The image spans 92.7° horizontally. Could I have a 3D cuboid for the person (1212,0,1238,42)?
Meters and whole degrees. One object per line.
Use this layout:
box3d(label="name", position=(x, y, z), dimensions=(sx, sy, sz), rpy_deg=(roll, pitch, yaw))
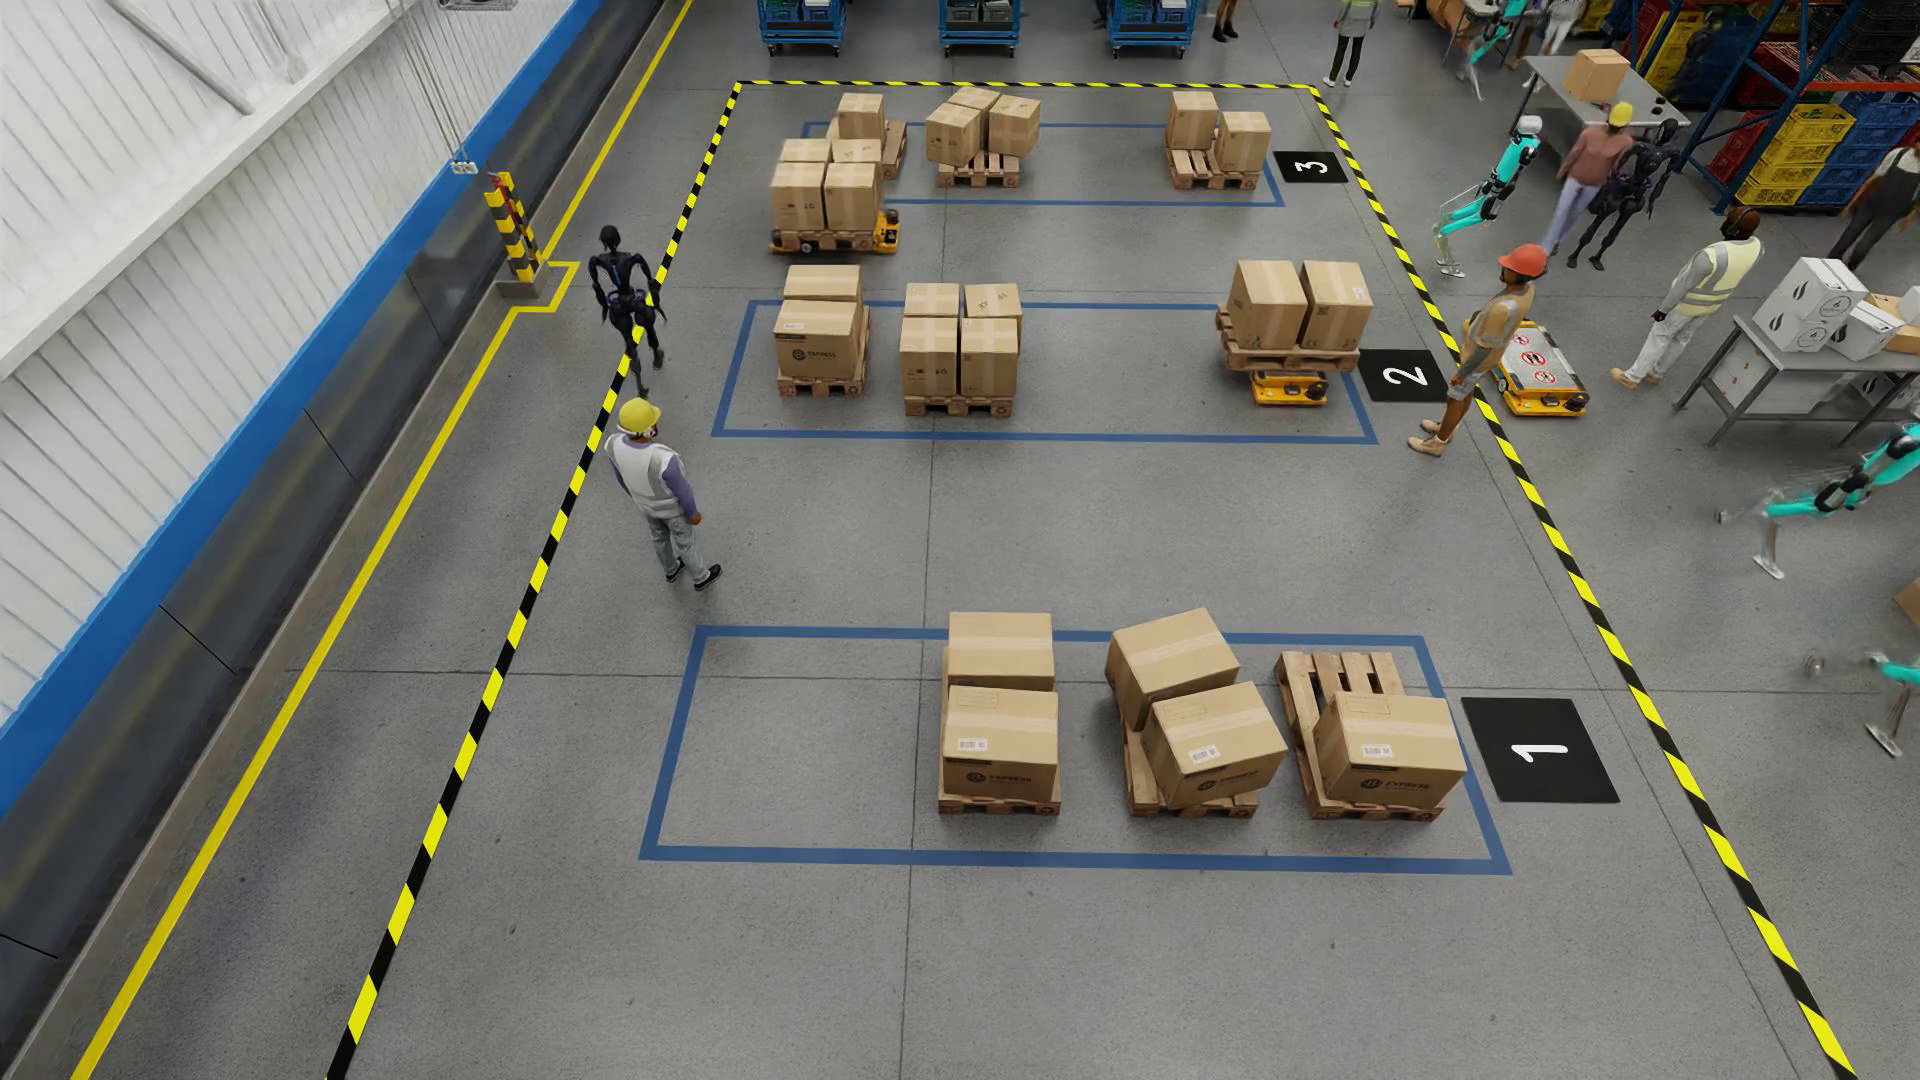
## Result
box3d(label="person", position=(4.245, -8.655, 13.923), dimensions=(0.550, 1.932, 0.375), rpy_deg=(-30, 55, -23))

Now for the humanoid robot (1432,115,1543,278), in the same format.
box3d(label="humanoid robot", position=(5.360, -3.580, 9.572), dimensions=(0.735, 1.677, 0.533), rpy_deg=(9, 50, 8))

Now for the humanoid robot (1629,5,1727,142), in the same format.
box3d(label="humanoid robot", position=(9.288, -5.911, 11.722), dimensions=(0.490, 1.646, 0.610), rpy_deg=(27, 54, 22))

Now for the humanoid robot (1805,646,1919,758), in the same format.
box3d(label="humanoid robot", position=(6.413, 0.708, 5.981), dimensions=(0.556, 1.830, 0.896), rpy_deg=(-6, 49, -5))

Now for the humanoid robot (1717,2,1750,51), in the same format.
box3d(label="humanoid robot", position=(11.678, -8.147, 13.652), dimensions=(0.443, 1.640, 0.591), rpy_deg=(4, 49, 3))

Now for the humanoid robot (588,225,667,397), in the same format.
box3d(label="humanoid robot", position=(-3.058, -2.128, 8.482), dimensions=(0.589, 1.651, 0.756), rpy_deg=(-7, 49, -6))

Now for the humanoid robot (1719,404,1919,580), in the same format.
box3d(label="humanoid robot", position=(6.542, -0.486, 7.027), dimensions=(0.554, 1.838, 0.848), rpy_deg=(-16, 51, -14))

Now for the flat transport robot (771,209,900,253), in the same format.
box3d(label="flat transport robot", position=(-1.433, -3.601, 10.632), dimensions=(1.431, 0.197, 0.652), rpy_deg=(1, 49, 1))

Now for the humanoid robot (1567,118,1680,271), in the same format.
box3d(label="humanoid robot", position=(7.108, -3.652, 9.753), dimensions=(0.599, 1.657, 0.315), rpy_deg=(10, 50, 8))

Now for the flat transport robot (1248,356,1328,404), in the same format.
box3d(label="flat transport robot", position=(3.175, -1.891, 9.152), dimensions=(0.652, 0.197, 1.431), rpy_deg=(1, 49, 1))

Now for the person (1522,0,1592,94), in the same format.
box3d(label="person", position=(8.310, -7.200, 12.722), dimensions=(0.613, 1.843, 0.551), rpy_deg=(-36, 58, -27))

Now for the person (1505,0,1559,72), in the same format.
box3d(label="person", position=(8.417, -7.563, 12.951), dimensions=(0.626, 1.993, 0.873), rpy_deg=(4, 49, 3))

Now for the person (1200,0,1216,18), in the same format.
box3d(label="person", position=(3.911, -9.252, 14.582), dimensions=(0.593, 1.717, 0.496), rpy_deg=(6, 49, 5))

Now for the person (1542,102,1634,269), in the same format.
box3d(label="person", position=(6.715, -3.800, 9.858), dimensions=(0.556, 1.719, 0.726), rpy_deg=(20, 52, 16))

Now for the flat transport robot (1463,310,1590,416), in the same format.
box3d(label="flat transport robot", position=(5.573, -1.757, 9.054), dimensions=(0.659, 0.231, 1.431), rpy_deg=(1, 49, 1))

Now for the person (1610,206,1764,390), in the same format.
box3d(label="person", position=(6.666, -2.168, 8.379), dimensions=(0.629, 1.835, 0.429), rpy_deg=(-12, 50, -10))

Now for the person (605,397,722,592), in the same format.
box3d(label="person", position=(-2.182, -0.309, 6.766), dimensions=(0.598, 1.829, 0.404), rpy_deg=(18, 51, 15))

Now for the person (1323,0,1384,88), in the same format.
box3d(label="person", position=(5.559, -7.344, 12.843), dimensions=(0.599, 1.850, 0.386), rpy_deg=(0, 49, 0))

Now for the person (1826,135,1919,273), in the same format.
box3d(label="person", position=(9.442, -3.362, 9.416), dimensions=(0.413, 1.821, 0.582), rpy_deg=(-24, 53, -19))

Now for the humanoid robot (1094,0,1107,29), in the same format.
box3d(label="humanoid robot", position=(2.279, -8.908, 14.323), dimensions=(0.379, 1.643, 0.586), rpy_deg=(-6, 49, -6))

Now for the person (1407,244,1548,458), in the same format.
box3d(label="person", position=(4.347, -1.560, 7.708), dimensions=(0.356, 2.047, 0.613), rpy_deg=(35, 57, 26))

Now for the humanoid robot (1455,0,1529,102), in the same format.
box3d(label="humanoid robot", position=(7.358, -7.170, 12.805), dimensions=(0.557, 1.783, 0.906), rpy_deg=(-22, 52, -18))
